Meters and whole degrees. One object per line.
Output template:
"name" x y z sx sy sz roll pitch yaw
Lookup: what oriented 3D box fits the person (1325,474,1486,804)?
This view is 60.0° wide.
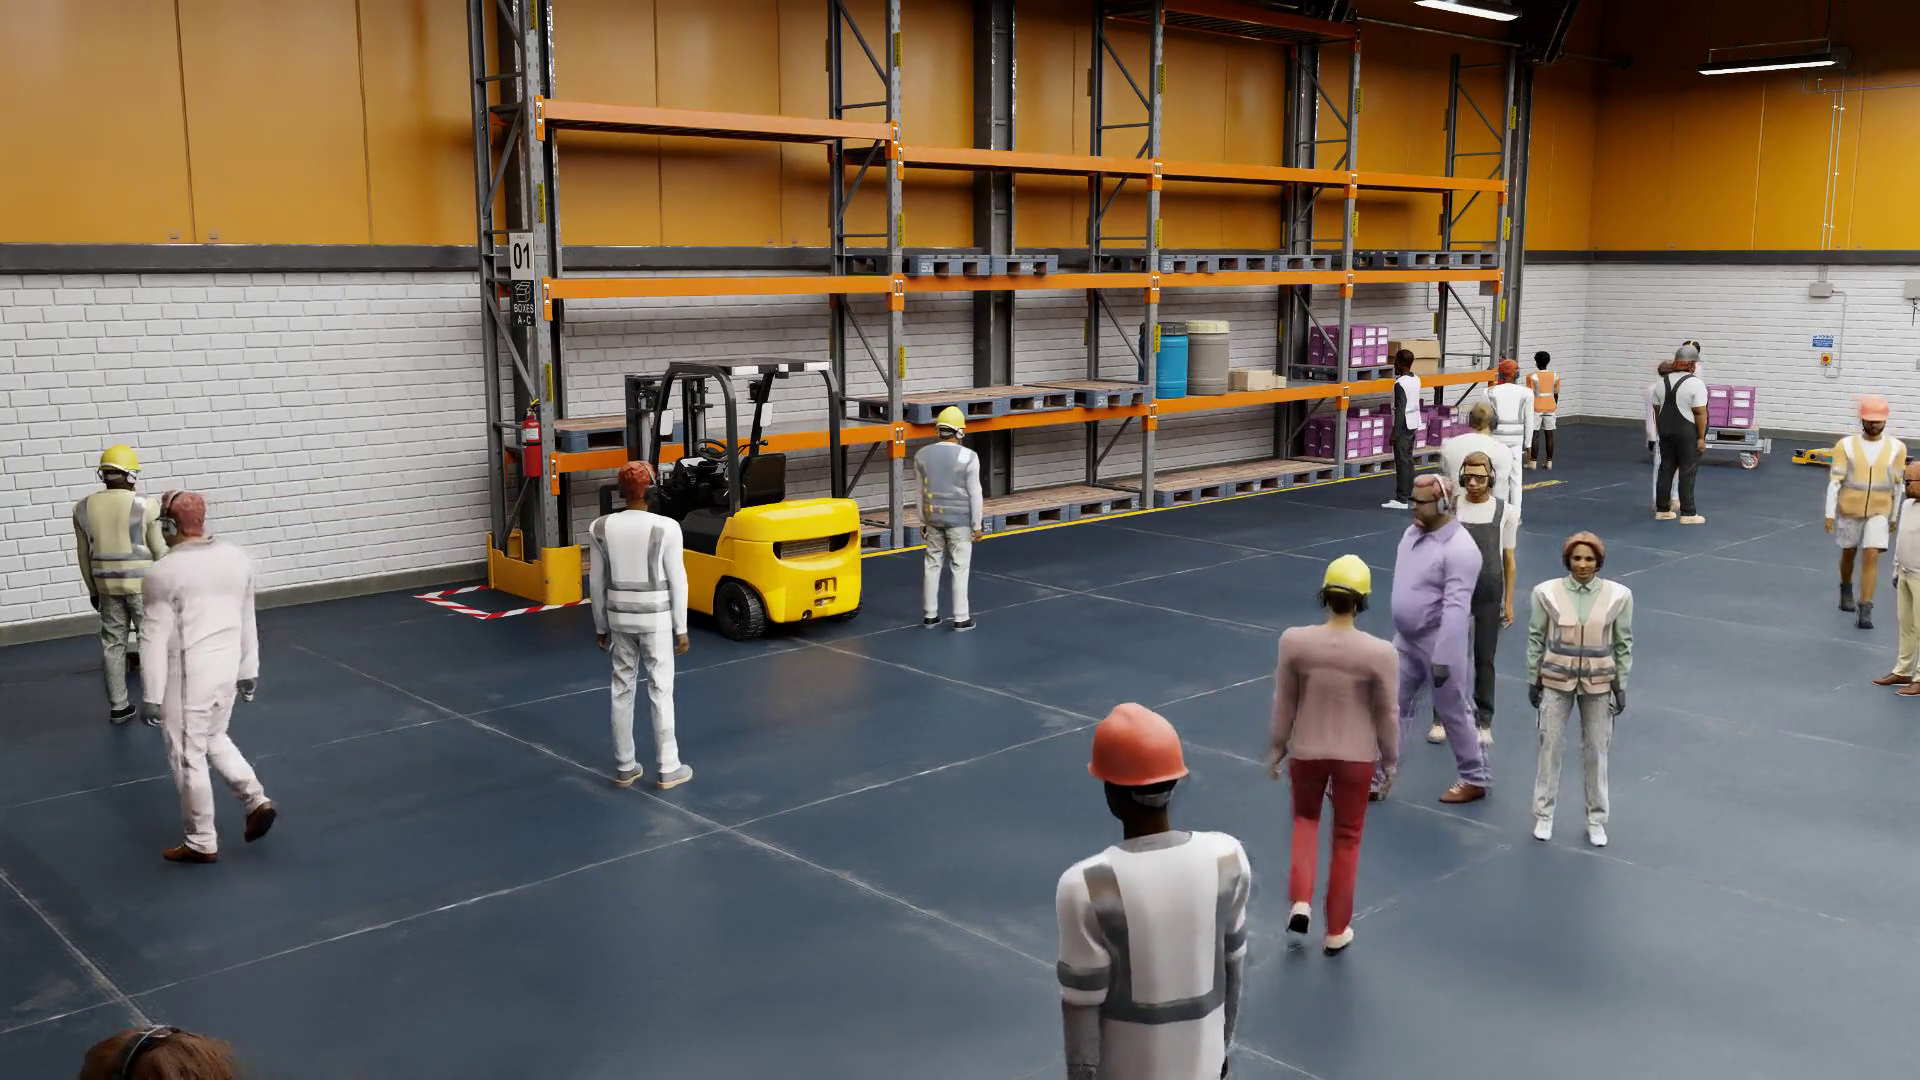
"person" 2.545 0.561 9.136 0.902 1.859 0.655 -3 10 -19

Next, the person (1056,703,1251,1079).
"person" 0.521 1.371 4.291 0.554 1.903 0.951 -3 10 -16

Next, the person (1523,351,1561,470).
"person" 8.265 -1.838 23.657 0.530 1.692 0.321 -2 10 -11

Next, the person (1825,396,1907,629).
"person" 7.544 -0.263 13.888 0.561 1.892 1.009 4 11 24

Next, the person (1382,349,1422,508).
"person" 5.356 -1.338 20.068 0.391 1.920 0.593 6 11 31

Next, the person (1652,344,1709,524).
"person" 8.272 -1.215 18.994 0.538 2.000 0.681 -5 11 -25

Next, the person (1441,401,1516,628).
"person" 4.165 -0.171 13.319 0.631 1.883 1.021 9 13 42

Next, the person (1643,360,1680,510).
"person" 8.475 -1.246 19.861 0.674 1.806 0.441 -2 10 -13

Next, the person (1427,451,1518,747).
"person" 3.169 0.365 10.313 0.520 1.844 0.330 3 10 19

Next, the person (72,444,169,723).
"person" -5.391 0.290 10.809 0.587 1.828 0.404 0 10 1

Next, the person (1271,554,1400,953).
"person" 1.643 0.929 7.272 0.552 1.751 0.368 4 11 24

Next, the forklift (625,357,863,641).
"forklift" -1.847 -0.414 13.852 1.214 2.155 2.313 -9 13 -42

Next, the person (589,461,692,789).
"person" -1.818 0.487 9.494 0.574 1.883 0.361 2 10 14

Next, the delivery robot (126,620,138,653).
"delivery robot" -5.830 0.647 12.158 0.707 0.478 0.477 -2 10 -10

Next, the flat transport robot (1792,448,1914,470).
"flat transport robot" 12.810 -1.162 23.854 0.652 0.197 1.431 -6 12 -33

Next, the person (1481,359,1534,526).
"person" 6.151 -1.094 18.748 0.578 1.881 0.346 3 10 15

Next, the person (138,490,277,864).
"person" -3.799 0.690 8.280 0.452 1.895 0.648 3 10 16

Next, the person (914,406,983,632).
"person" -0.074 -0.170 13.510 0.589 1.824 0.403 5 11 27

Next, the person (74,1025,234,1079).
"person" -1.313 1.660 2.765 0.617 1.828 0.662 4 10 20

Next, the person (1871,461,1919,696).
"person" 6.619 0.264 11.526 0.287 1.632 0.501 0 10 3

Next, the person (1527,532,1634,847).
"person" 3.198 0.763 8.609 0.508 1.632 0.310 3 10 17

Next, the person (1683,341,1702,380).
"person" 10.079 -1.822 23.059 0.329 1.867 0.507 5 11 29
